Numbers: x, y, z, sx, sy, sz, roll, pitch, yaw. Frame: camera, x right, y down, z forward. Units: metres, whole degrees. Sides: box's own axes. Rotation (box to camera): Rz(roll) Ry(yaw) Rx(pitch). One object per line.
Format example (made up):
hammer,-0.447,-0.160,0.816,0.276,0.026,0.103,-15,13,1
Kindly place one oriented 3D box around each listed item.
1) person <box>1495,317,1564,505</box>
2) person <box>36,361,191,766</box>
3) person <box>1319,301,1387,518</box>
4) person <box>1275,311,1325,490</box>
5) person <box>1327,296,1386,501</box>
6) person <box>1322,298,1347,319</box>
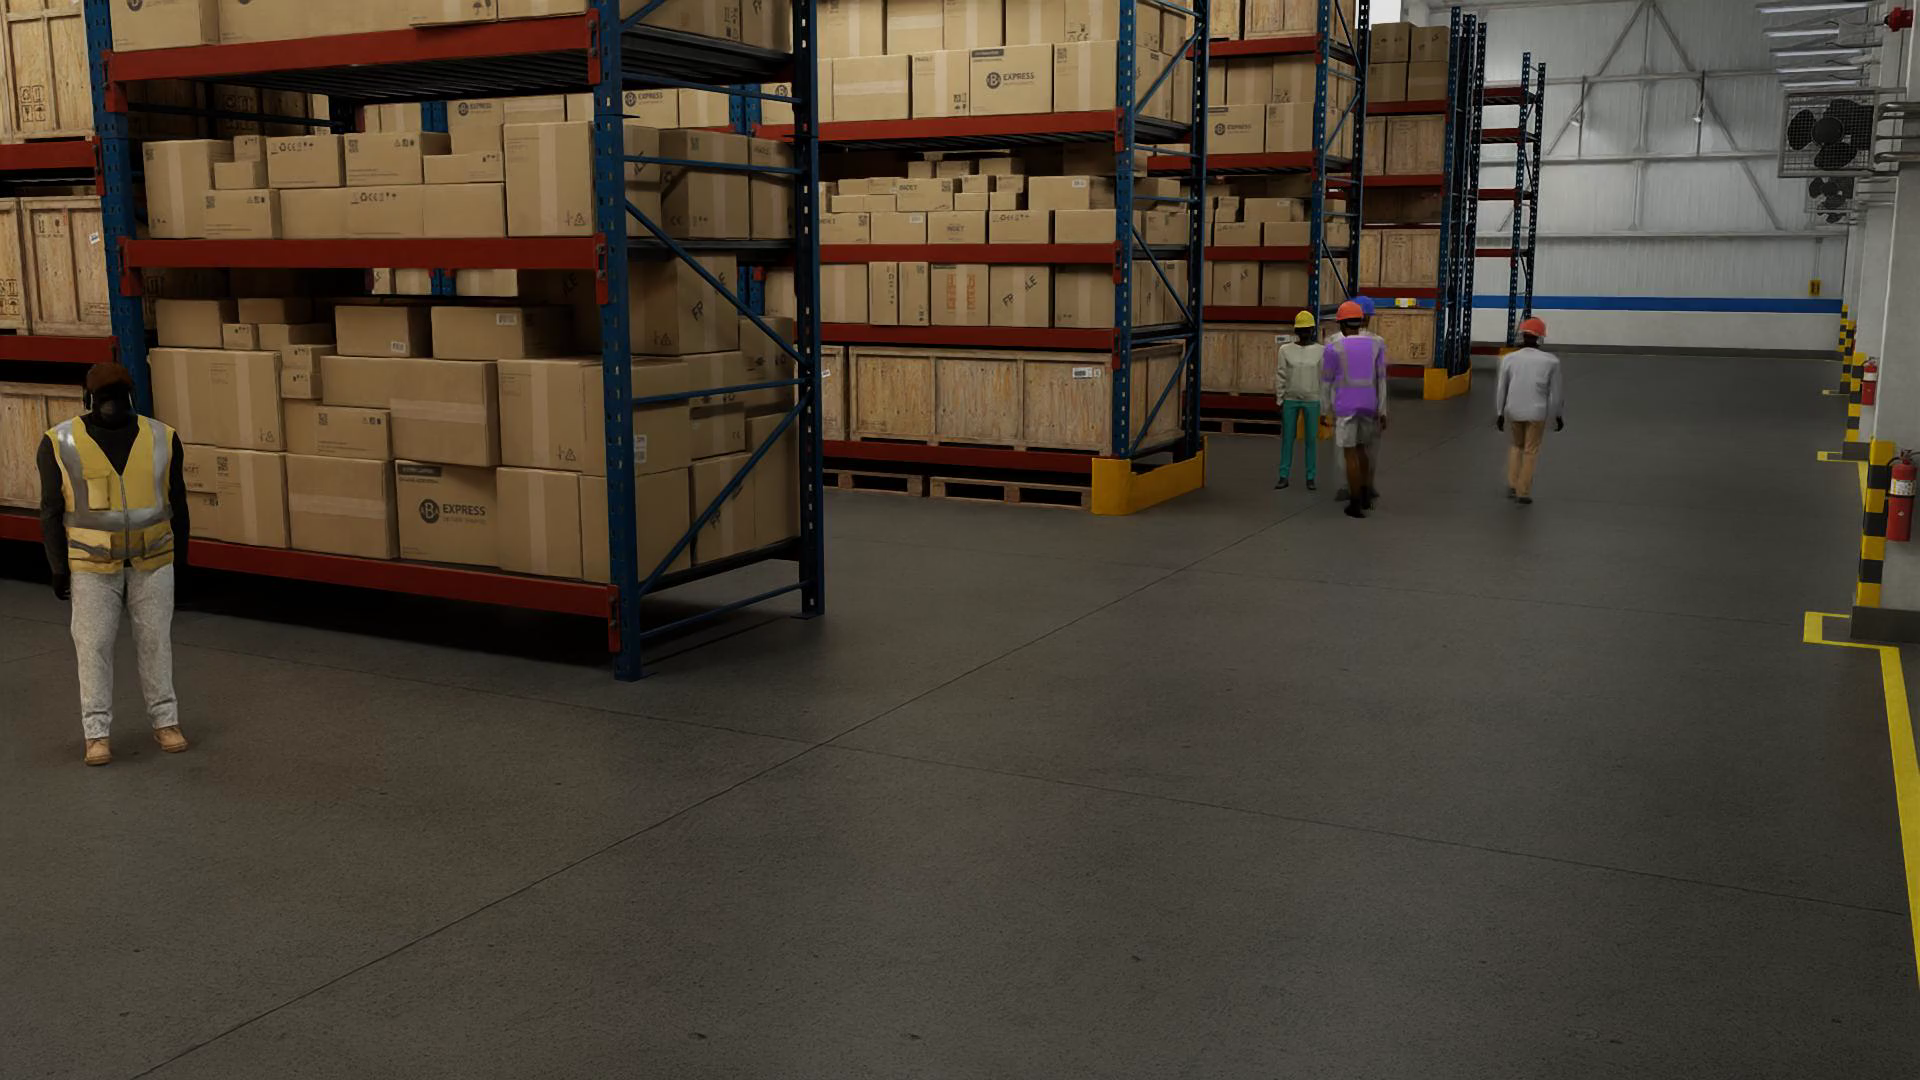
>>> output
person,5.313,-1.193,15.448,0.583,1.733,0.510,9,13,42
person,-3.867,0.100,7.673,0.627,1.844,0.429,-7,12,-36
person,3.480,-1.160,14.783,0.548,1.903,0.579,-2,10,-13
person,3.373,-1.372,16.408,0.523,1.769,0.322,3,10,17
person,3.757,-1.330,15.714,0.608,1.928,0.583,7,12,36
person,5.333,-2.630,23.555,0.428,1.819,0.597,7,12,36
